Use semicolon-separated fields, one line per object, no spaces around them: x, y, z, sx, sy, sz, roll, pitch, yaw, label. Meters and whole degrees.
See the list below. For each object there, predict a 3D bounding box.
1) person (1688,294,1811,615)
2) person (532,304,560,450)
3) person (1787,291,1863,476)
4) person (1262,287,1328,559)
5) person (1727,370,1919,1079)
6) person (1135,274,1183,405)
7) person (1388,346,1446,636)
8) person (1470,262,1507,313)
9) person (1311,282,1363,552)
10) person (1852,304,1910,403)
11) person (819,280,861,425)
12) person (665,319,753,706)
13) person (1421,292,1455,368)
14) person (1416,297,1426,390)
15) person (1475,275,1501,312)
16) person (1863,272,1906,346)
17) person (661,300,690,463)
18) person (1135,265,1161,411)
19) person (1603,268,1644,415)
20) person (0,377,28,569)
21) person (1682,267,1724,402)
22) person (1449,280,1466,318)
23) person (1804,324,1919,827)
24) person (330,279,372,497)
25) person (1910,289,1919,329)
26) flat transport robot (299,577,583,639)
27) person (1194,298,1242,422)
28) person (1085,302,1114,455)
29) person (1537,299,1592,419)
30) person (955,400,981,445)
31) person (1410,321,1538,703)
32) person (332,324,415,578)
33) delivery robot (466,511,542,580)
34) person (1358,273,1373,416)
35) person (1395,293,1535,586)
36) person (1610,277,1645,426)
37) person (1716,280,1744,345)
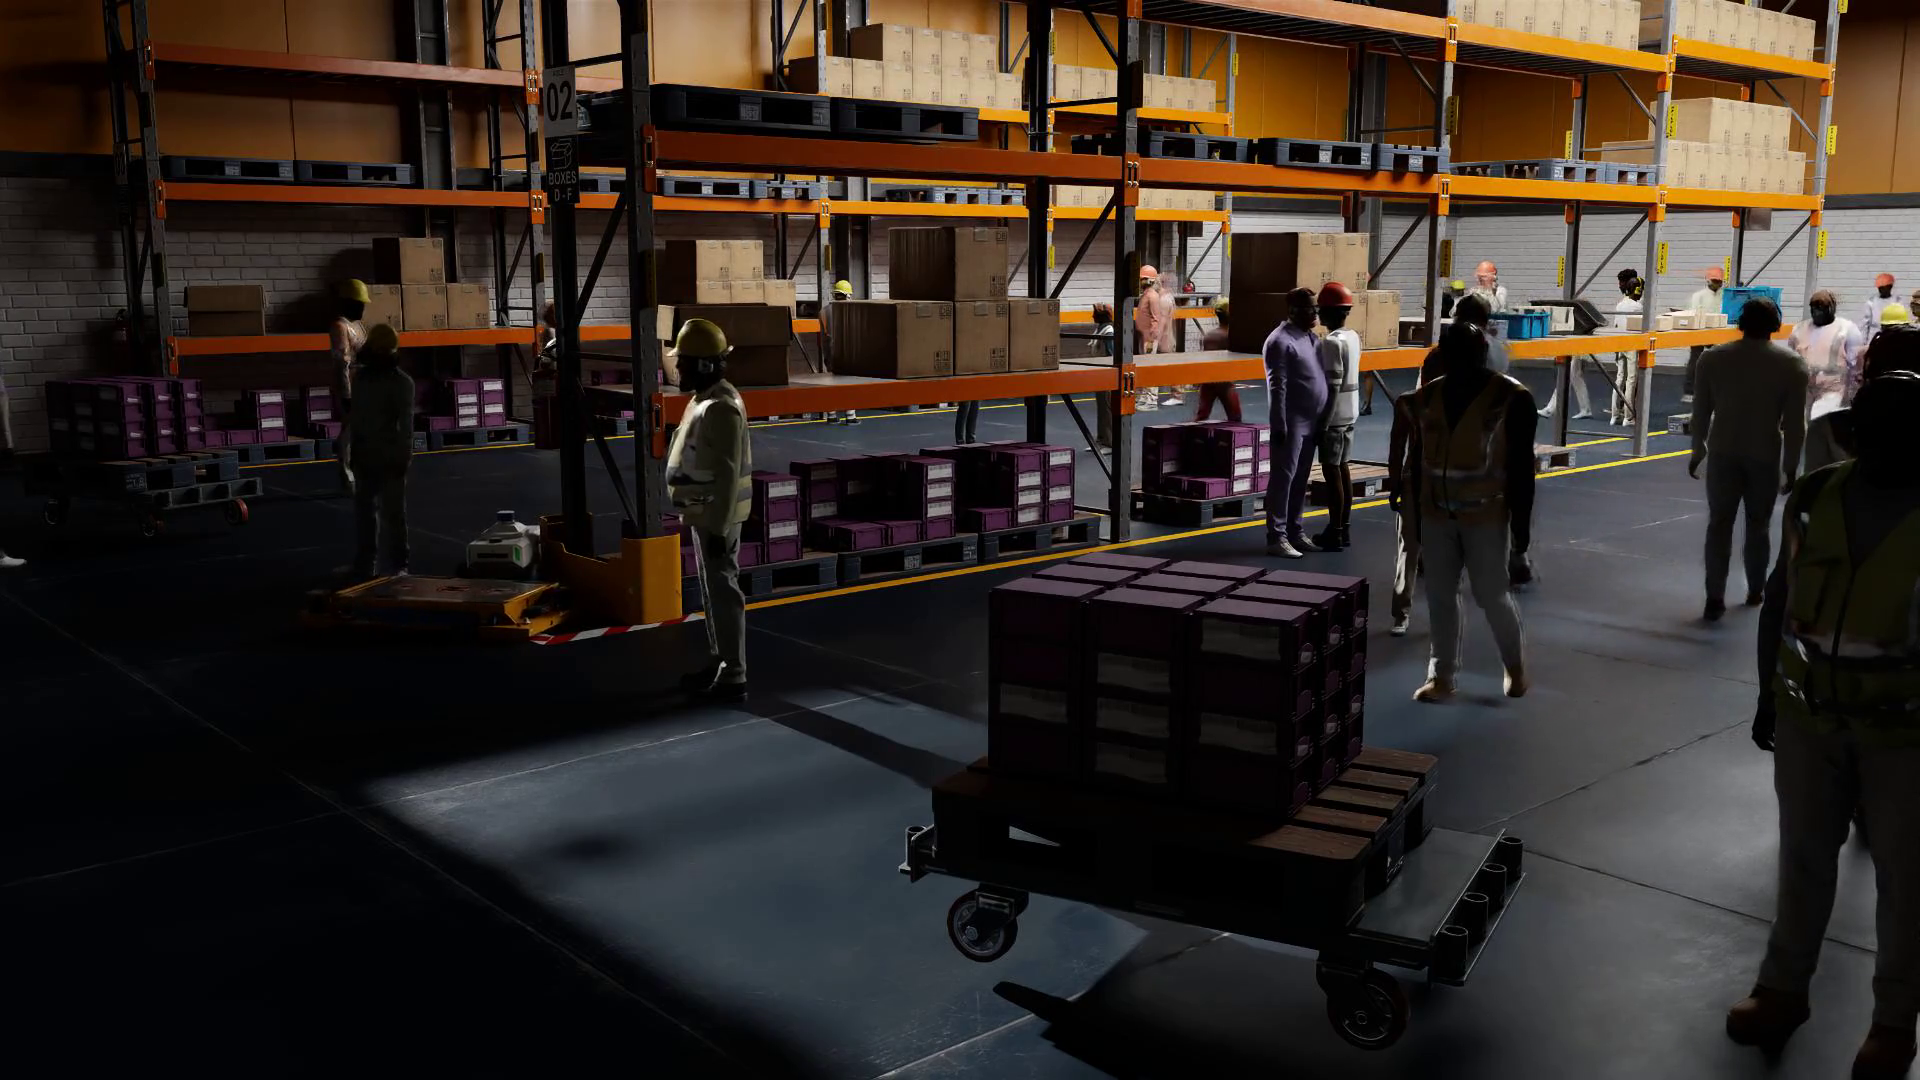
4.688;-0.510;9.942;0.644;1.931;0.674;6;11;30;person
-4.505;-1.771;18.199;0.504;1.607;0.560;-3;10;-16;person
7.624;-1.313;14.917;0.910;1.800;0.662;-7;12;-34;person
2.407;-0.830;11.820;0.404;1.908;0.653;7;12;37;person
2.380;0.470;4.367;0.429;1.845;0.621;-7;12;-37;person
2.736;-2.833;23.653;0.971;1.854;0.662;0;10;-1;person
2.646;-0.268;9.290;0.511;1.638;0.308;2;10;10;person
7.949;-3.186;25.206;0.391;2.035;0.614;-9;13;-42;person
2.680;-0.881;11.998;0.360;1.939;0.543;5;11;29;person
7.529;-1.033;13.466;0.558;1.741;0.585;5;11;29;person
-1.488;-2.349;20.939;0.585;1.823;0.403;5;11;25;person
-1.197;-0.134;7.936;0.403;1.829;0.603;-3;10;-16;person
5.708;-2.077;19.709;0.535;1.697;0.318;8;13;40;person
6.349;-2.521;22.485;0.283;1.634;0.498;0;10;0;person
7.483;-2.786;23.419;0.957;1.852;0.631;-3;10;-17;person
13.541;-2.967;24.348;0.885;1.904;0.556;-9;13;-41;person
-2.918;-1.619;17.103;0.761;1.666;0.543;2;10;10;person
2.579;-2.780;22.940;0.374;1.997;0.613;-1;10;-8;person
8.933;-2.649;22.286;0.378;1.959;0.604;0;10;1;person
-6.684;-0.751;11.280;0.612;1.927;0.378;4;10;21;person
10.811;-2.925;23.918;0.642;1.957;0.916;-3;10;-16;person
8.401;-3.582;28.417;0.851;1.730;0.523;2;10;12;person
3.305;0.172;6.006;0.576;1.878;0.352;0;10;1;person
-5.353;-1.338;14.728;0.384;1.917;0.593;-1;10;-6;person
9.569;-1.570;16.404;0.729;1.818;0.557;1;10;6;person
-2.970;0.371;9.542;1.431;0.197;0.652;2;10;14;flat transport robot
2.581;-1.539;16.504;0.926;1.716;0.539;-7;12;-36;person
1.544;-1.734;17.859;0.315;1.641;0.514;-2;10;-11;person
7.884;-2.355;21.604;0.827;1.585;0.549;-1;10;-5;person
0.128;-1.669;17.513;0.278;1.630;0.498;6;11;32;person
2.474;-0.130;7.968;0.638;1.820;0.641;-9;13;-43;person
-3.814;-0.557;10.802;0.700;1.694;0.329;5;11;27;person
-2.787;0.063;10.234;0.477;0.478;0.707;0;10;-1;delivery robot
5.345;-2.627;22.217;0.376;1.939;0.547;-6;11;-32;person
3.348;-0.651;10.803;1.018;1.893;0.638;8;13;40;person
8.396;-2.350;20.817;0.329;1.865;0.508;-3;10;-17;person
9.776;-2.377;21.120;0.694;1.829;0.486;2;10;12;person
